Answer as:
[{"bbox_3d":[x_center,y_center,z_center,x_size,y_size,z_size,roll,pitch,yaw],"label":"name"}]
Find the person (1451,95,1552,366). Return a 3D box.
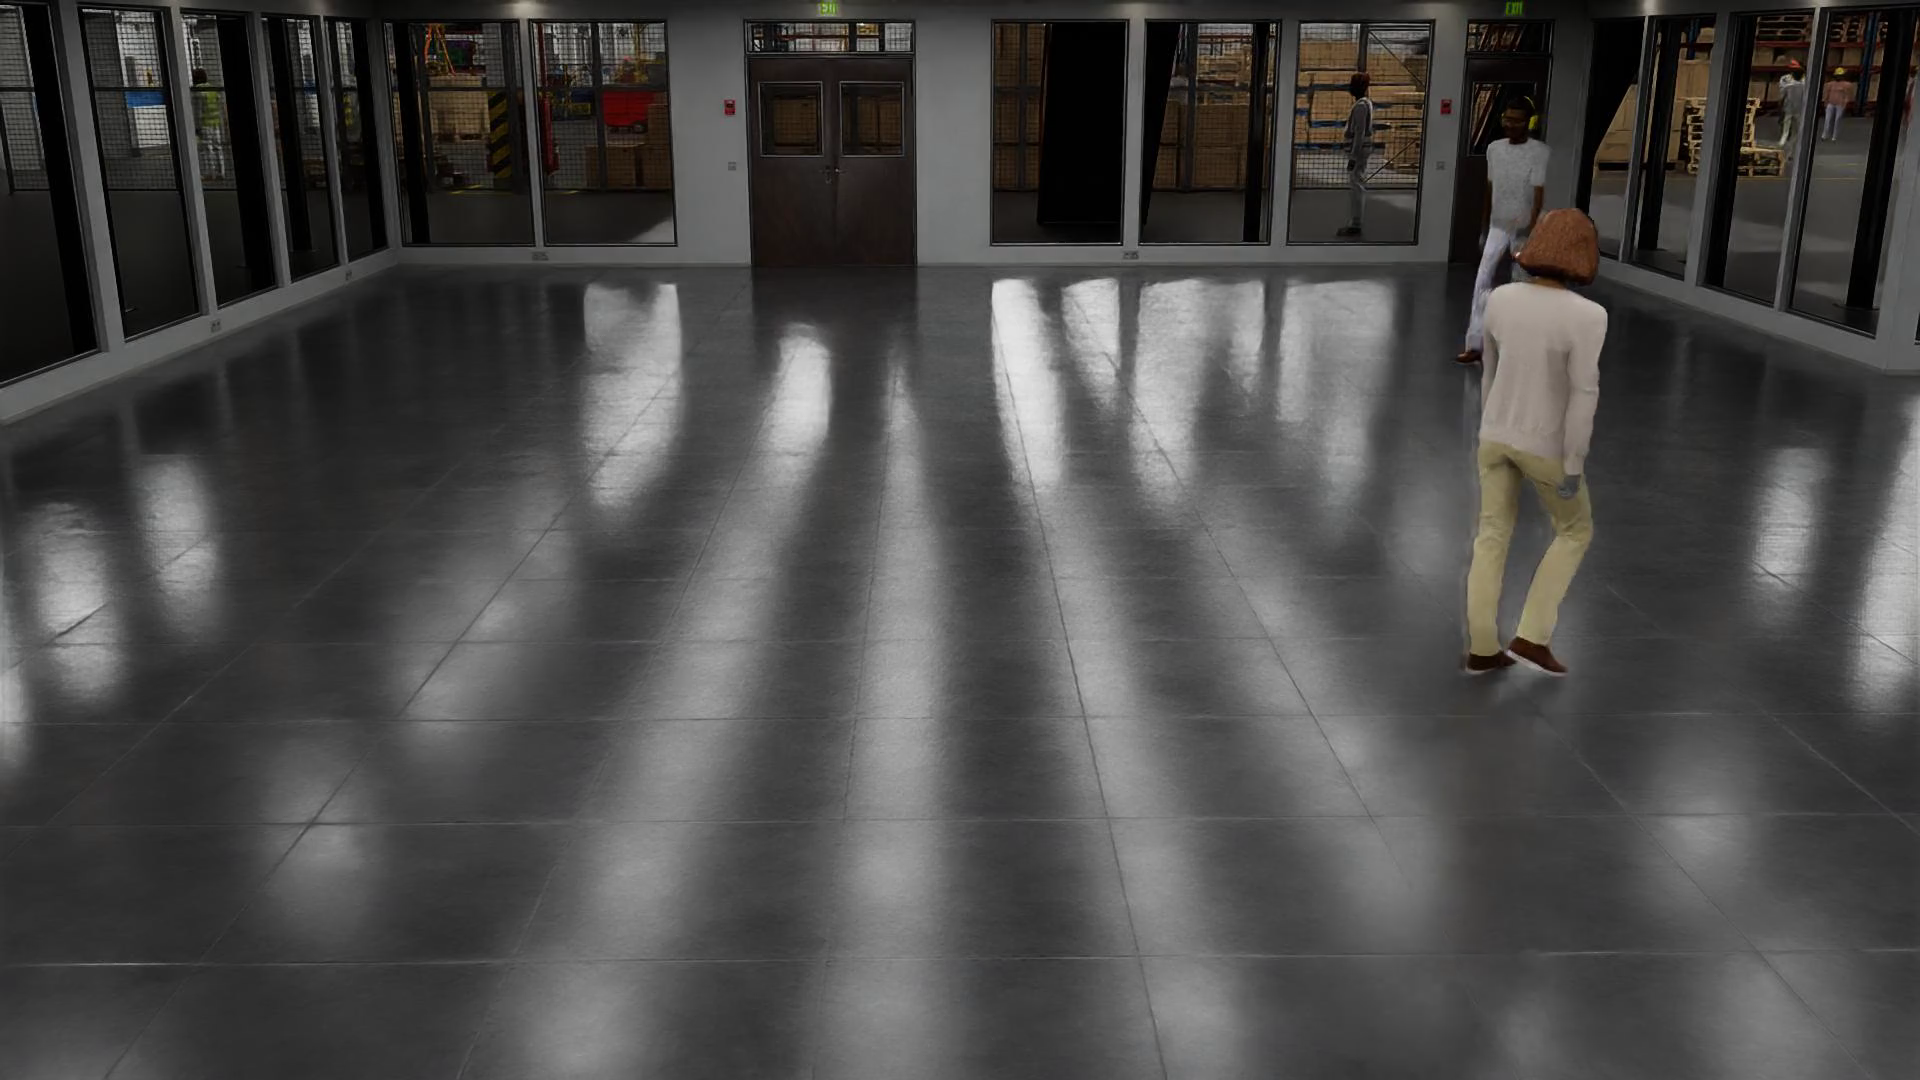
[{"bbox_3d":[3.693,-2.070,11.282,0.528,1.828,0.788,14,22,40],"label":"person"}]

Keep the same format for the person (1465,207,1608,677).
[{"bbox_3d":[1.943,-0.307,5.657,0.392,1.620,0.516,-11,20,-33],"label":"person"}]
